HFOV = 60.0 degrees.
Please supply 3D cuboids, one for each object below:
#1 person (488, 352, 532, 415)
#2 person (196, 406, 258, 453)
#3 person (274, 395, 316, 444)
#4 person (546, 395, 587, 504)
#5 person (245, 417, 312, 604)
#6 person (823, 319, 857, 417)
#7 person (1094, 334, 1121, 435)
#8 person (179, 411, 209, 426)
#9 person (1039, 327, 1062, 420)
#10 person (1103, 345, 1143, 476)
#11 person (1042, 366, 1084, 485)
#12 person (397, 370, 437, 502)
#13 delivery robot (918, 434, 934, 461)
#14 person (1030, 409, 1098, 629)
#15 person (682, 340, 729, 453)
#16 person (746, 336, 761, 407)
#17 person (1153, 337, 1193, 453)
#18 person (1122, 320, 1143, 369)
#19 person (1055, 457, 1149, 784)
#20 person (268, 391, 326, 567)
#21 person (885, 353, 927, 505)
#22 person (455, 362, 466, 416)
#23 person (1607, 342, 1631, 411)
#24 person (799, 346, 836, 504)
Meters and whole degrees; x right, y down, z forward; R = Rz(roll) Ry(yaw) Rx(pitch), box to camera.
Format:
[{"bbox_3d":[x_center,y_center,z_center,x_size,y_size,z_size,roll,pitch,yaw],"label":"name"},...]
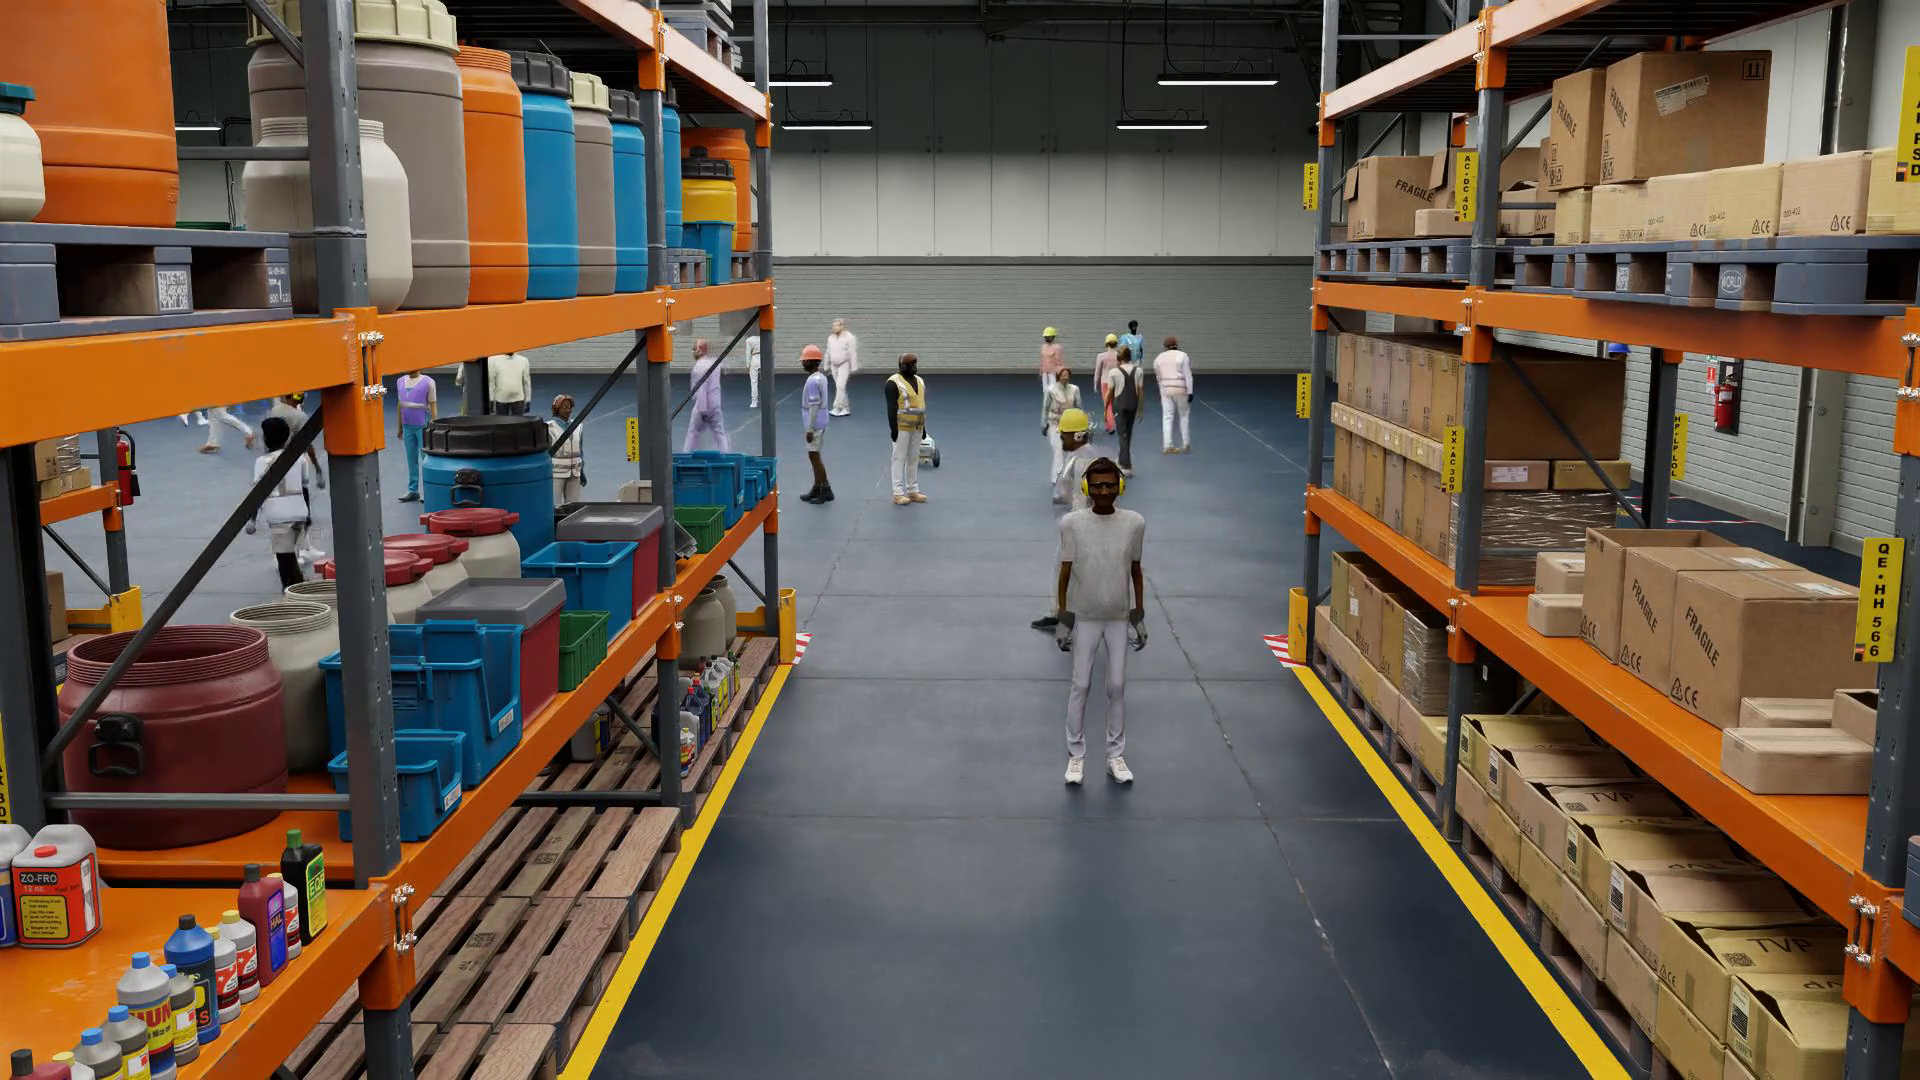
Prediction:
[{"bbox_3d":[-6.541,-2.055,24.147,0.631,1.973,0.571,-5,11,-26],"label":"person"},{"bbox_3d":[-11.487,-2.322,25.933,0.815,1.919,0.638,-4,10,-22],"label":"person"},{"bbox_3d":[-10.740,-2.297,26.663,0.725,1.611,0.539,3,10,17],"label":"person"},{"bbox_3d":[-3.964,-0.636,16.654,0.311,1.638,0.523,7,12,37],"label":"person"},{"bbox_3d":[-5.681,-0.177,13.808,0.674,1.673,0.552,2,10,14],"label":"person"},{"bbox_3d":[-2.373,-3.279,31.807,0.668,1.866,0.930,8,12,38],"label":"person"},{"bbox_3d":[2.604,-2.704,28.786,0.532,1.724,0.884,-2,10,-11],"label":"person"},{"bbox_3d":[-13.927,-2.981,30.122,0.521,1.842,0.849,2,10,10],"label":"person"},{"bbox_3d":[1.731,-3.142,31.351,0.458,1.755,0.525,-8,12,-40],"label":"person"},{"bbox_3d":[2.276,-1.818,23.270,0.522,1.798,0.871,-3,10,-17],"label":"person"},{"bbox_3d":[1.376,-1.468,21.760,0.524,1.597,0.825,-5,11,-28],"label":"person"},{"bbox_3d":[-6.725,-1.401,20.619,0.570,1.845,0.380,4,10,22],"label":"person"},{"bbox_3d":[-0.587,-1.403,24.336,0.477,0.478,0.707,-2,10,-10],"label":"delivery robot"},{"bbox_3d":[0.984,-0.146,13.307,0.792,1.808,0.605,0,9,1],"label":"person"},{"bbox_3d":[-3.669,-1.886,23.468,0.953,1.862,0.657,3,10,19],"label":"person"},{"bbox_3d":[-4.134,-3.586,34.021,0.490,1.741,0.322,-3,10,-18],"label":"person"},{"bbox_3d":[3.367,-2.280,26.078,0.694,1.791,0.753,5,11,26],"label":"person"},{"bbox_3d":[3.805,-4.047,36.972,0.534,1.684,0.469,-4,10,-22],"label":"person"},{"bbox_3d":[0.809,0.454,9.440,0.536,1.869,0.314,-1,10,-6],"label":"person"},{"bbox_3d":[-6.451,-0.679,16.286,0.560,1.841,0.756,6,11,34],"label":"person"},{"bbox_3d":[-0.635,-1.379,20.493,0.429,1.846,0.626,8,12,38],"label":"person"},{"bbox_3d":[-8.813,-2.933,29.719,0.861,1.869,0.576,-5,10,-25],"label":"person"},{"bbox_3d":[8.596,-1.671,21.930,0.387,1.949,0.602,4,10,21],"label":"person"},{"bbox_3d":[-1.774,-1.413,20.508,0.525,1.942,0.556,2,10,10],"label":"person"}]
